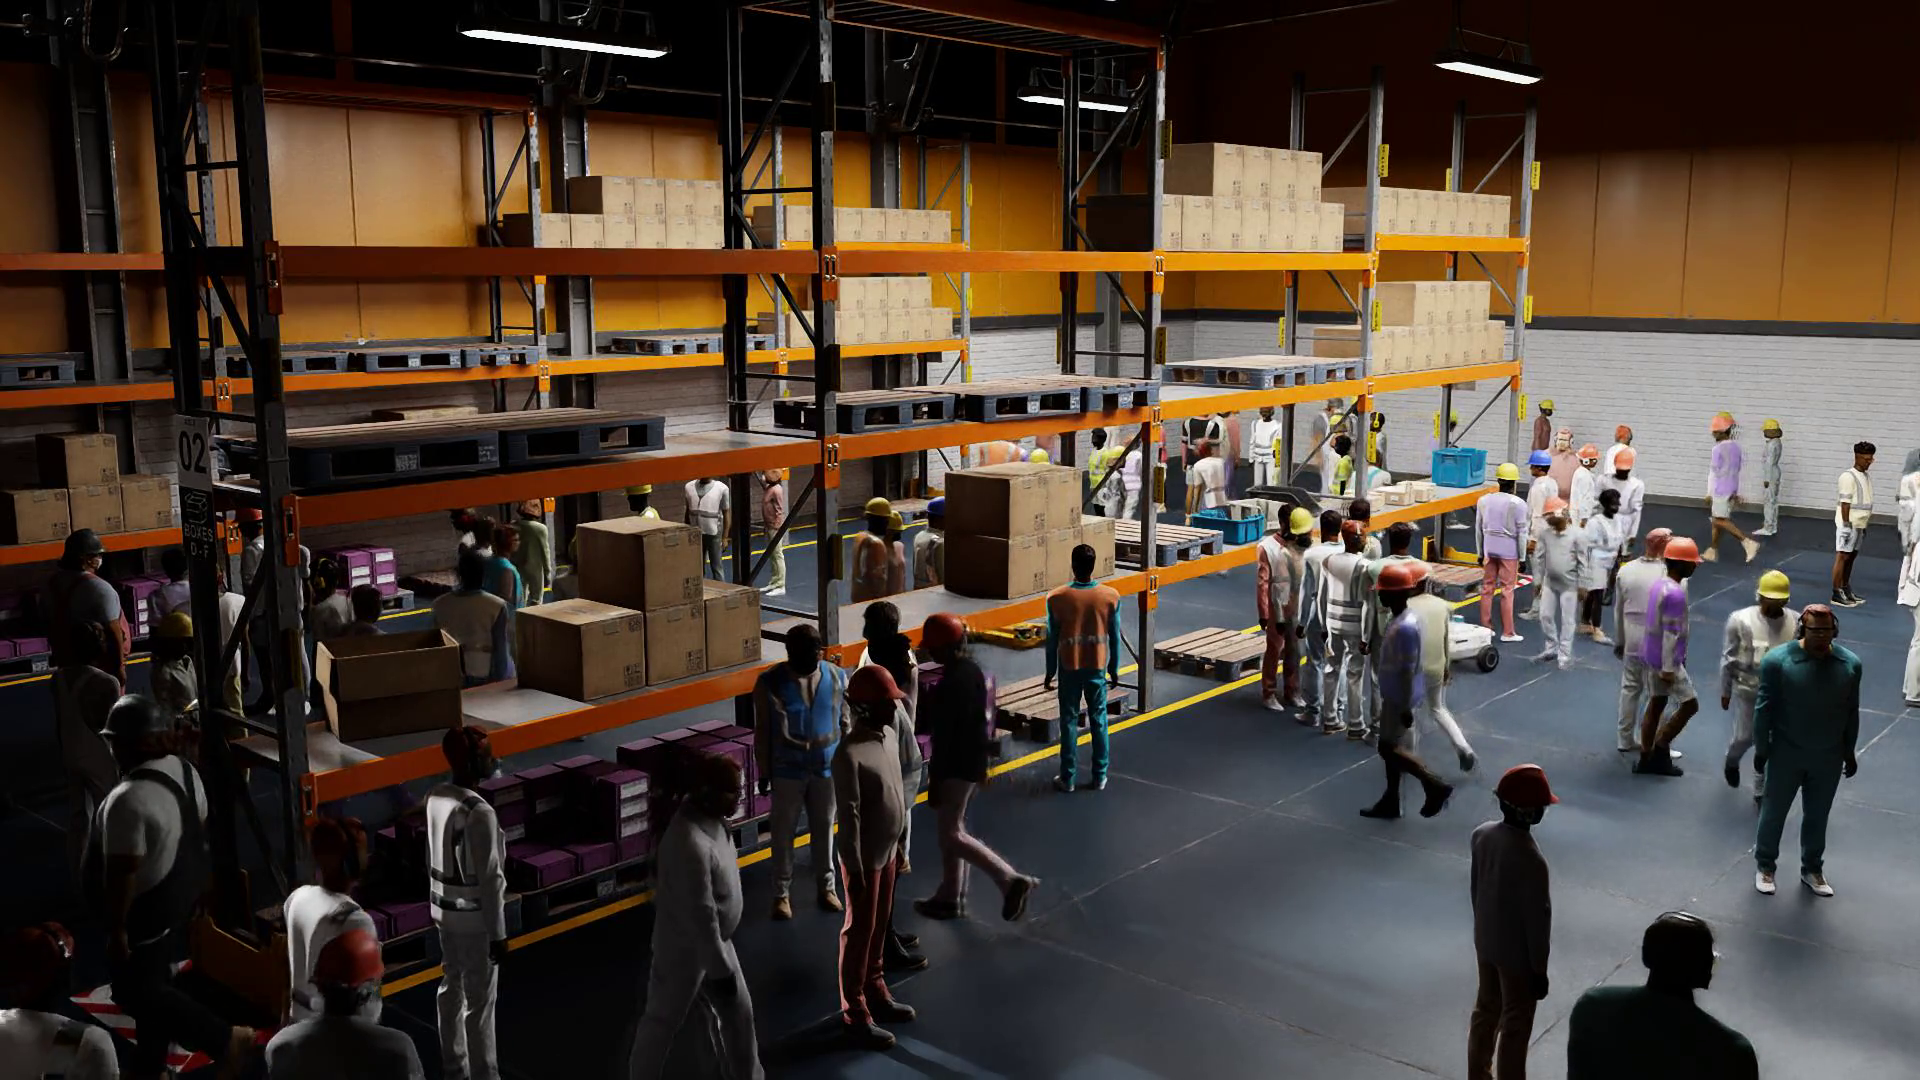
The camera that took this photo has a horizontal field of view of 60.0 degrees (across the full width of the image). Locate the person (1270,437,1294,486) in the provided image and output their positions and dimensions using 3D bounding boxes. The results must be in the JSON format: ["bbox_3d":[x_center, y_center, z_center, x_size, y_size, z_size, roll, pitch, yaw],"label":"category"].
[{"bbox_3d":[4.237,-0.479,21.996,0.338,1.761,0.524,6,11,31],"label":"person"}]

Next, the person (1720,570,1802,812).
[{"bbox_3d":[5.991,1.097,12.423,0.590,1.811,0.550,2,10,11],"label":"person"}]

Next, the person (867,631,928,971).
[{"bbox_3d":[-0.396,1.489,9.619,0.367,1.966,0.607,-1,10,-9],"label":"person"}]

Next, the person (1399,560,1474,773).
[{"bbox_3d":[3.704,1.026,13.138,0.574,1.718,0.683,-5,11,-29],"label":"person"}]

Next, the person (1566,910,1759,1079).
[{"bbox_3d":[2.334,2.180,5.585,0.362,1.936,0.634,-8,13,-41],"label":"person"}]

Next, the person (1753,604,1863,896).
[{"bbox_3d":[5.430,1.344,10.661,0.652,1.906,0.402,1,10,6],"label":"person"}]

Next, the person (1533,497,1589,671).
[{"bbox_3d":[6.036,0.440,16.665,0.366,1.709,0.609,-6,11,-34],"label":"person"}]

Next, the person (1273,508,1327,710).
[{"bbox_3d":[3.083,0.622,15.047,0.598,1.877,0.575,-2,10,-13],"label":"person"}]

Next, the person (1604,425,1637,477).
[{"bbox_3d":[8.885,-0.630,22.623,0.623,1.847,0.636,-3,10,-17],"label":"person"}]

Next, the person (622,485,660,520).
[{"bbox_3d":[-3.190,0.310,16.817,0.396,1.919,0.581,-2,10,-10],"label":"person"}]

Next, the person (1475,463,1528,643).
[{"bbox_3d":[5.807,0.134,17.822,0.373,1.928,0.584,-8,13,-40],"label":"person"}]

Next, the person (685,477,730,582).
[{"bbox_3d":[-2.910,-0.048,19.141,0.570,1.847,0.377,4,10,22],"label":"person"}]

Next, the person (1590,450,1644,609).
[{"bbox_3d":[7.645,-0.115,19.426,0.577,1.886,0.869,4,10,21],"label":"person"}]

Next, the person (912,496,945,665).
[{"bbox_3d":[-0.223,0.567,15.214,0.410,1.936,0.603,-5,11,-25],"label":"person"}]

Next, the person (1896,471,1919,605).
[{"bbox_3d":[11.385,-0.159,19.610,0.588,1.918,0.402,5,11,27],"label":"person"}]

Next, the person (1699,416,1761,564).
[{"bbox_3d":[10.355,-0.651,22.312,0.643,2.004,0.862,-8,12,-38],"label":"person"}]

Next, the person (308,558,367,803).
[{"bbox_3d":[-4.719,1.053,12.541,0.327,1.863,0.510,3,10,15],"label":"person"}]

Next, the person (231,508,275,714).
[{"bbox_3d":[-6.328,0.606,15.012,0.387,1.929,0.543,1,10,3],"label":"person"}]

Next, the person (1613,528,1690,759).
[{"bbox_3d":[5.690,0.842,13.681,0.393,1.901,0.698,-6,11,-32],"label":"person"}]

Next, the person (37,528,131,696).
[{"bbox_3d":[-6.686,0.908,12.864,0.690,2.000,0.538,4,10,20],"label":"person"}]

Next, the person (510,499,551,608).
[{"bbox_3d":[-4.529,0.335,17.534,0.504,1.623,0.287,4,10,23],"label":"person"}]

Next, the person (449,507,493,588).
[{"bbox_3d":[-4.576,0.540,15.716,0.416,1.828,0.562,0,10,0],"label":"person"}]

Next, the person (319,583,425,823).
[{"bbox_3d":[-4.250,1.205,11.847,0.508,1.802,0.959,8,12,38],"label":"person"}]

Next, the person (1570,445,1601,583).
[{"bbox_3d":[7.943,-0.341,21.176,0.338,1.752,0.565,3,10,16],"label":"person"}]

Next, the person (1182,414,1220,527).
[{"bbox_3d":[3.691,-1.193,25.449,0.612,2.031,0.403,5,11,29],"label":"person"}]

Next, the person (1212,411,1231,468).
[{"bbox_3d":[4.035,-1.233,25.819,0.408,1.986,0.617,0,10,1],"label":"person"}]

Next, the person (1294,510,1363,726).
[{"bbox_3d":[3.239,0.687,14.596,0.600,1.906,0.413,-4,10,-21],"label":"person"}]

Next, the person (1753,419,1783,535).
[{"bbox_3d":[12.064,-0.939,24.810,0.321,1.737,0.483,7,12,36],"label":"person"}]

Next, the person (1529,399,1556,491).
[{"bbox_3d":[9.855,-1.508,28.139,0.342,1.761,0.527,8,12,38],"label":"person"}]

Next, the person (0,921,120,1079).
[{"bbox_3d":[-3.041,2.195,5.755,0.582,1.845,0.890,3,10,19],"label":"person"}]

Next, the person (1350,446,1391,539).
[{"bbox_3d":[5.037,-0.265,20.657,0.556,1.793,0.982,8,12,39],"label":"person"}]

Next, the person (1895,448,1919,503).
[{"bbox_3d":[12.997,-0.593,22.401,0.634,1.850,0.957,1,10,4],"label":"person"}]

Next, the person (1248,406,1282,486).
[{"bbox_3d":[4.842,-1.255,26.282,0.584,1.878,0.342,8,13,41],"label":"person"}]

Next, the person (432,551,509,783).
[{"bbox_3d":[-3.711,1.040,12.582,0.602,1.888,0.827,0,10,1],"label":"person"}]

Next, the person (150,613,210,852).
[{"bbox_3d":[-5.242,1.340,11.213,0.338,1.735,0.486,-1,10,-4],"label":"person"}]

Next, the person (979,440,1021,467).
[{"bbox_3d":[0.565,-0.758,23.188,0.616,1.909,0.420,3,10,17],"label":"person"}]

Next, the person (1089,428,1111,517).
[{"bbox_3d":[2.013,-0.774,23.924,0.318,1.698,0.539,-3,10,-20],"label":"person"}]

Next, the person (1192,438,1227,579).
[{"bbox_3d":[3.175,-0.404,21.408,0.573,1.807,0.645,-8,12,-39],"label":"person"}]

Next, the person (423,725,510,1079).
[{"bbox_3d":[-2.341,1.808,7.965,0.361,1.882,0.575,-9,13,-43],"label":"person"}]

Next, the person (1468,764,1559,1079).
[{"bbox_3d":[2.601,1.900,7.798,0.326,1.751,0.559,-2,10,-13],"label":"person"}]
